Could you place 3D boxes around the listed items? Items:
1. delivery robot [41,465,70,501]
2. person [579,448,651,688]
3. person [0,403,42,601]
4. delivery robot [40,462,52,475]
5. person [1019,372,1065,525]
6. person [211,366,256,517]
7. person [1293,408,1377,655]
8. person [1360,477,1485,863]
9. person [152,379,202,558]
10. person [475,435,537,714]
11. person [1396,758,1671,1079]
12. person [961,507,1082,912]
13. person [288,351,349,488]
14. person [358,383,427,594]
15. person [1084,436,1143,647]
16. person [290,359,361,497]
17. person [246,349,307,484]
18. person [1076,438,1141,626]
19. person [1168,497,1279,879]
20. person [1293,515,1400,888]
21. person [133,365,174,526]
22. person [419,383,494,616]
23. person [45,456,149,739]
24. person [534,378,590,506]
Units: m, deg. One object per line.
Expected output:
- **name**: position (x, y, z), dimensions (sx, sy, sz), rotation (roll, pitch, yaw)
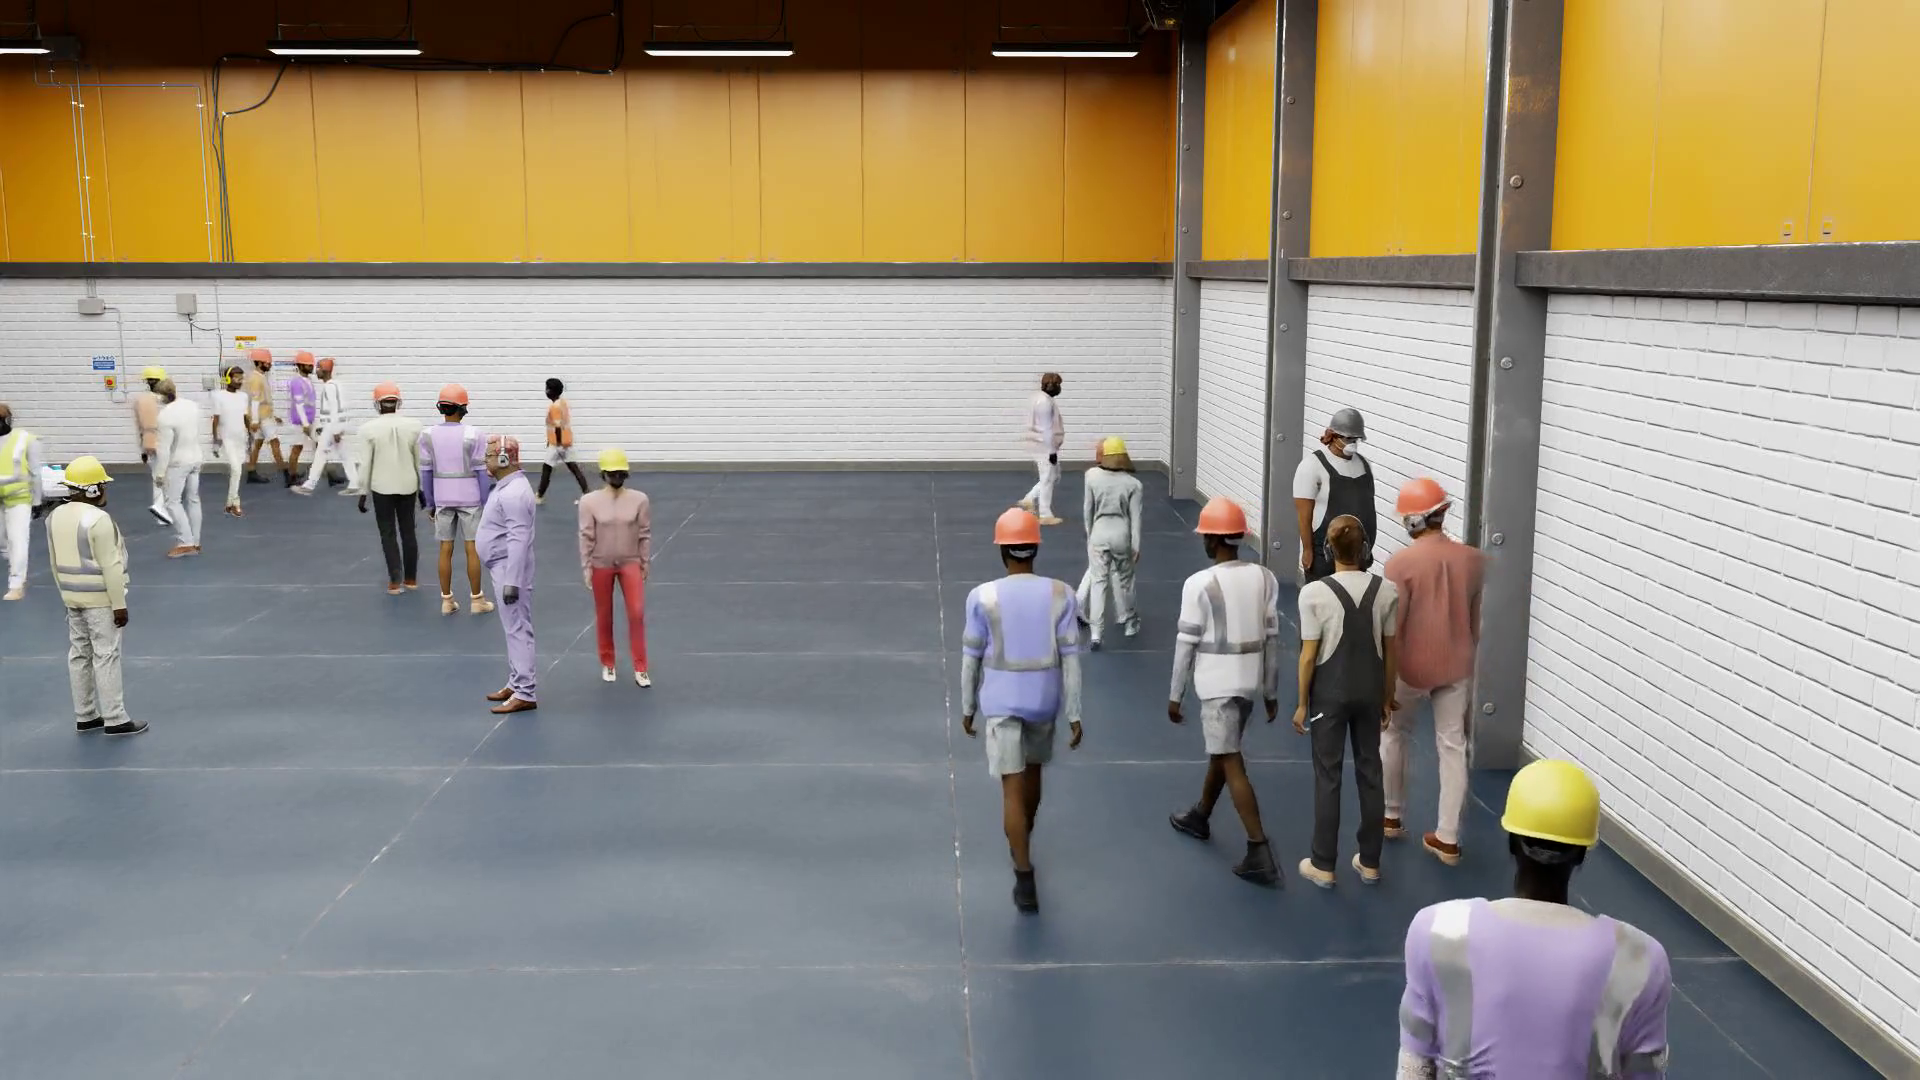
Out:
- **delivery robot**: position (-11.381, -0.702, 20.987), dimensions (0.707, 0.478, 0.477), rotation (-2, 9, -13)
- **person**: position (-2.478, 0.212, 12.036), dimensions (0.531, 1.742, 0.772), rotation (-3, 10, -18)
- **person**: position (-8.787, -0.369, 15.361), dimensions (0.628, 1.826, 0.566), rotation (-1, 9, -7)
- **delivery robot**: position (-11.757, -0.762, 21.352), dimensions (0.707, 0.478, 0.477), rotation (-6, 11, -32)
- **person**: position (1.010, -1.082, 19.730), dimensions (0.467, 1.823, 0.621), rotation (0, 9, 2)
- **person**: position (-8.861, -1.197, 20.370), dimensions (0.613, 1.839, 0.531), rotation (5, 10, 26)
- **person**: position (2.812, 0.030, 12.243), dimensions (0.674, 2.000, 0.535), rotation (-5, 11, -28)
- **person**: position (2.421, 0.646, 8.701), dimensions (0.649, 1.955, 0.823), rotation (-2, 9, -11)
- **person**: position (-8.195, -0.756, 17.547), dimensions (0.392, 1.899, 0.682), rotation (2, 9, 10)
- **person**: position (-3.116, 0.227, 11.446), dimensions (0.409, 1.907, 0.651), rotation (-3, 10, -18)
- **person**: position (1.321, 1.455, 3.899), dimensions (0.602, 1.907, 0.487), rotation (2, 10, 15)
- **person**: position (0.282, 0.779, 8.156), dimensions (0.559, 1.873, 1.000), rotation (-2, 9, -9)
- **person**: position (-8.920, -1.647, 22.941), dimensions (0.917, 1.895, 0.574), rotation (0, 9, 2)
- **person**: position (-5.306, -0.473, 15.601), dimensions (0.643, 1.979, 0.690), rotation (-7, 12, -38)
- **person**: position (1.237, -0.003, 13.490), dimensions (0.486, 1.692, 0.898), rotation (2, 10, 13)
- **person**: position (-8.473, -1.482, 22.123), dimensions (0.949, 1.834, 0.578), rotation (-1, 9, -9)
- **person**: position (-9.726, -1.741, 23.516), dimensions (0.889, 1.896, 0.555), rotation (-3, 10, -19)
- **person**: position (1.231, -0.059, 14.078), dimensions (0.666, 1.622, 0.528), rotation (-8, 12, -39)
- **person**: position (1.364, 0.729, 8.457), dimensions (0.560, 1.885, 1.025), rotation (-5, 11, -29)
- **person**: position (1.886, 0.794, 8.168), dimensions (0.505, 1.843, 0.351), rotation (-1, 9, -8)
- **person**: position (-9.413, -1.102, 19.583), dimensions (0.620, 1.908, 0.450), rotation (3, 10, 16)
- **person**: position (-4.389, -0.347, 14.543), dimensions (0.608, 2.044, 0.371), rotation (1, 9, 3)
- **person**: position (-5.601, 0.372, 10.779), dimensions (0.589, 1.834, 0.403), rotation (5, 10, 27)
- **person**: position (-5.134, -1.245, 21.258), dimensions (0.893, 1.647, 0.531), rotation (1, 9, 5)
